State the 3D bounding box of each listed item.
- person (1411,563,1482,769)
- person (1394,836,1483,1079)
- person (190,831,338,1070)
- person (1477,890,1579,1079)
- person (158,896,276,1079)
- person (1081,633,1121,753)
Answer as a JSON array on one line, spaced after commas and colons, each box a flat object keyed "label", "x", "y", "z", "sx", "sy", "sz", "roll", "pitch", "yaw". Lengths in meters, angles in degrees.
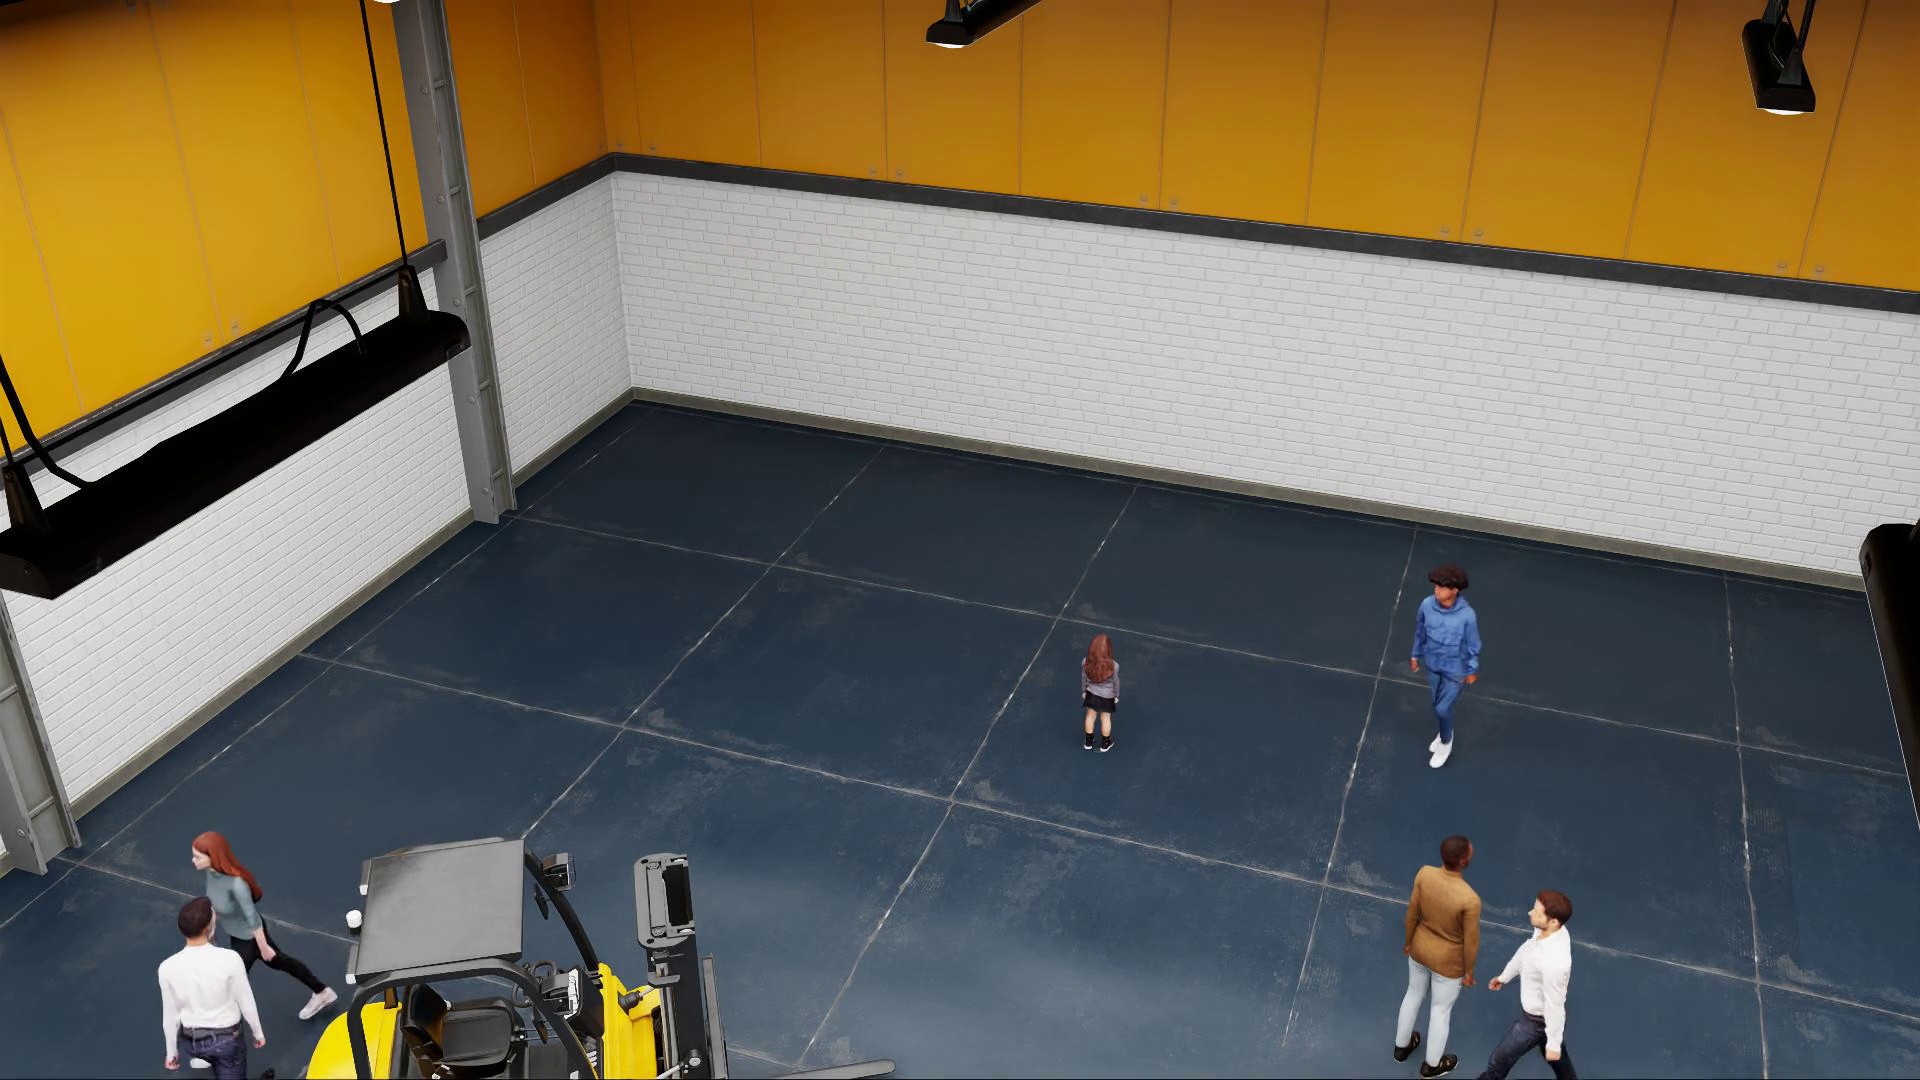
[{"label": "person", "x": 4.014, "y": 0.981, "z": 13.534, "sx": 0.886, "sy": 1.780, "sz": 0.849, "roll": -25, "pitch": 37, "yaw": -38}, {"label": "person", "x": 3.014, "y": 2.616, "z": 10.501, "sx": 0.691, "sy": 1.815, "sz": 0.717, "roll": -24, "pitch": 37, "yaw": -37}, {"label": "person", "x": -4.529, "y": 2.549, "z": 10.756, "sx": 1.246, "sy": 1.688, "sz": 0.988, "roll": -22, "pitch": 35, "yaw": -34}, {"label": "person", "x": 3.590, "y": 2.886, "z": 10.003, "sx": 0.783, "sy": 1.818, "sz": 1.147, "roll": 9, "pitch": 30, "yaw": 16}, {"label": "person", "x": -4.409, "y": 3.011, "z": 9.779, "sx": 1.039, "sy": 1.812, "sz": 1.339, "roll": -5, "pitch": 29, "yaw": -10}, {"label": "person", "x": 1.156, "y": 1.248, "z": 13.750, "sx": 0.478, "sy": 1.106, "sz": 0.453, "roll": 8, "pitch": 30, "yaw": 15}]
